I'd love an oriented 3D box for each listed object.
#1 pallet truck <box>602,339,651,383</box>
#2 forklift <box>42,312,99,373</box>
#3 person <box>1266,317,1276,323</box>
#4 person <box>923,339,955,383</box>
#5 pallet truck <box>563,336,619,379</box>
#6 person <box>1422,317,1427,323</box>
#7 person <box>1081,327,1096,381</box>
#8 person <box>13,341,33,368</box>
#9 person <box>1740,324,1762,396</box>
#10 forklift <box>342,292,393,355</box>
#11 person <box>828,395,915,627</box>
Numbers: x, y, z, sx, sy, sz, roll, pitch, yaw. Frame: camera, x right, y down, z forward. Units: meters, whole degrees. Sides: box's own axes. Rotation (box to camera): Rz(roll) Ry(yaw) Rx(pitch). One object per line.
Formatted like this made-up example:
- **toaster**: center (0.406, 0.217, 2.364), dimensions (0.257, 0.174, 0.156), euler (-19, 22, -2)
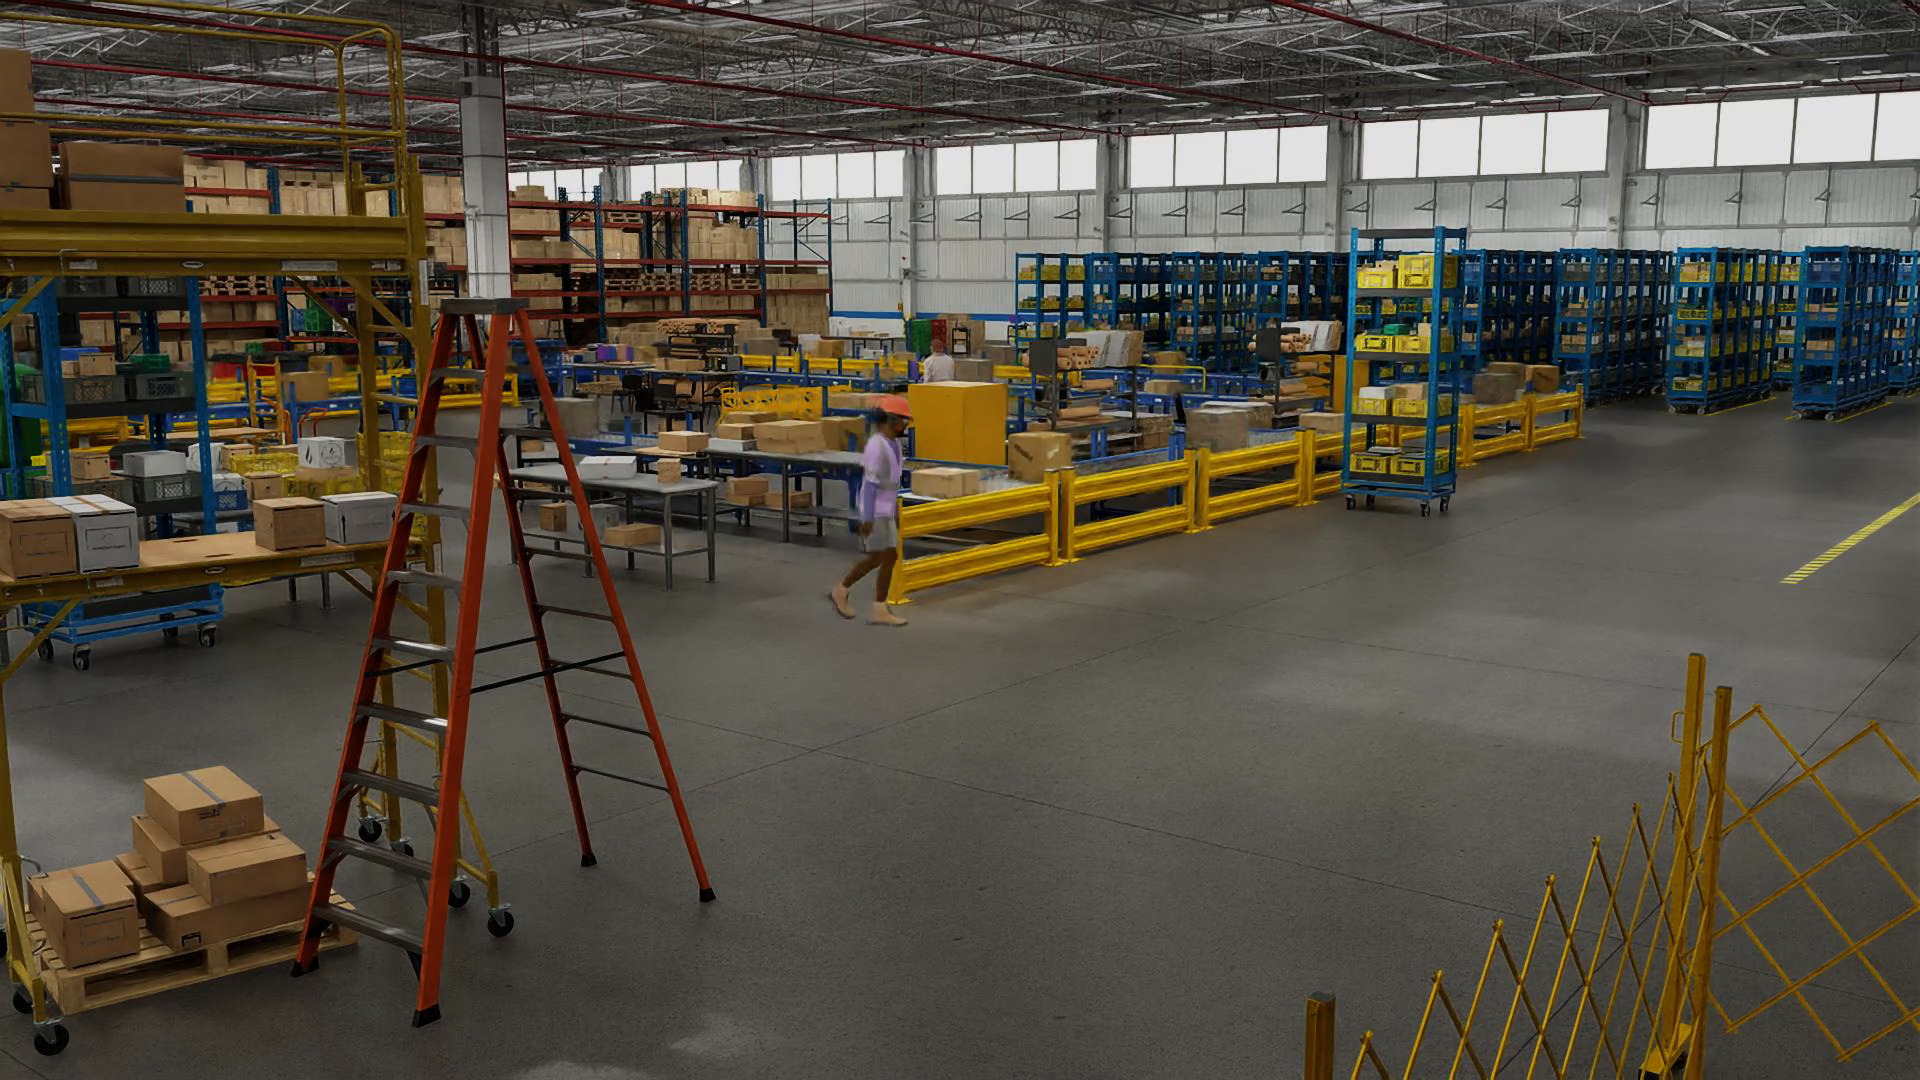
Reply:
- **pallet truck**: center (-8.991, -4.871, 45.351), dimensions (0.653, 1.274, 1.630), euler (7, 11, 37)
- **forklift**: center (-23.779, -5.451, 44.052), dimensions (1.873, 2.768, 1.129), euler (7, 11, 36)
- **person**: center (9.235, -5.787, 48.900), dimensions (0.613, 1.995, 0.390), euler (-4, 10, -24)
- **person**: center (-0.400, -2.511, 28.742), dimensions (0.649, 1.904, 0.401), euler (-7, 12, -38)
- **pallet truck**: center (-10.690, -5.294, 48.215), dimensions (1.601, 1.201, 0.680), euler (-5, 10, -26)
- **person**: center (13.139, -5.394, 46.955), dimensions (0.602, 1.830, 0.404), euler (1, 9, 5)
- **person**: center (3.182, -4.358, 40.865), dimensions (0.925, 1.718, 0.538), euler (8, 12, 41)
- **person**: center (-19.997, -3.424, 35.355), dimensions (0.741, 1.602, 0.511), euler (-1, 9, -6)
- **person**: center (19.610, -4.506, 41.524), dimensions (0.952, 1.807, 0.585), euler (8, 12, 41)
- **forklift**: center (-16.485, -5.622, 45.120), dimensions (1.129, 2.768, 1.873), euler (7, 11, 37)
- **person**: center (-0.759, -0.256, 14.373), dimensions (0.685, 1.995, 0.707), euler (3, 9, 16)
